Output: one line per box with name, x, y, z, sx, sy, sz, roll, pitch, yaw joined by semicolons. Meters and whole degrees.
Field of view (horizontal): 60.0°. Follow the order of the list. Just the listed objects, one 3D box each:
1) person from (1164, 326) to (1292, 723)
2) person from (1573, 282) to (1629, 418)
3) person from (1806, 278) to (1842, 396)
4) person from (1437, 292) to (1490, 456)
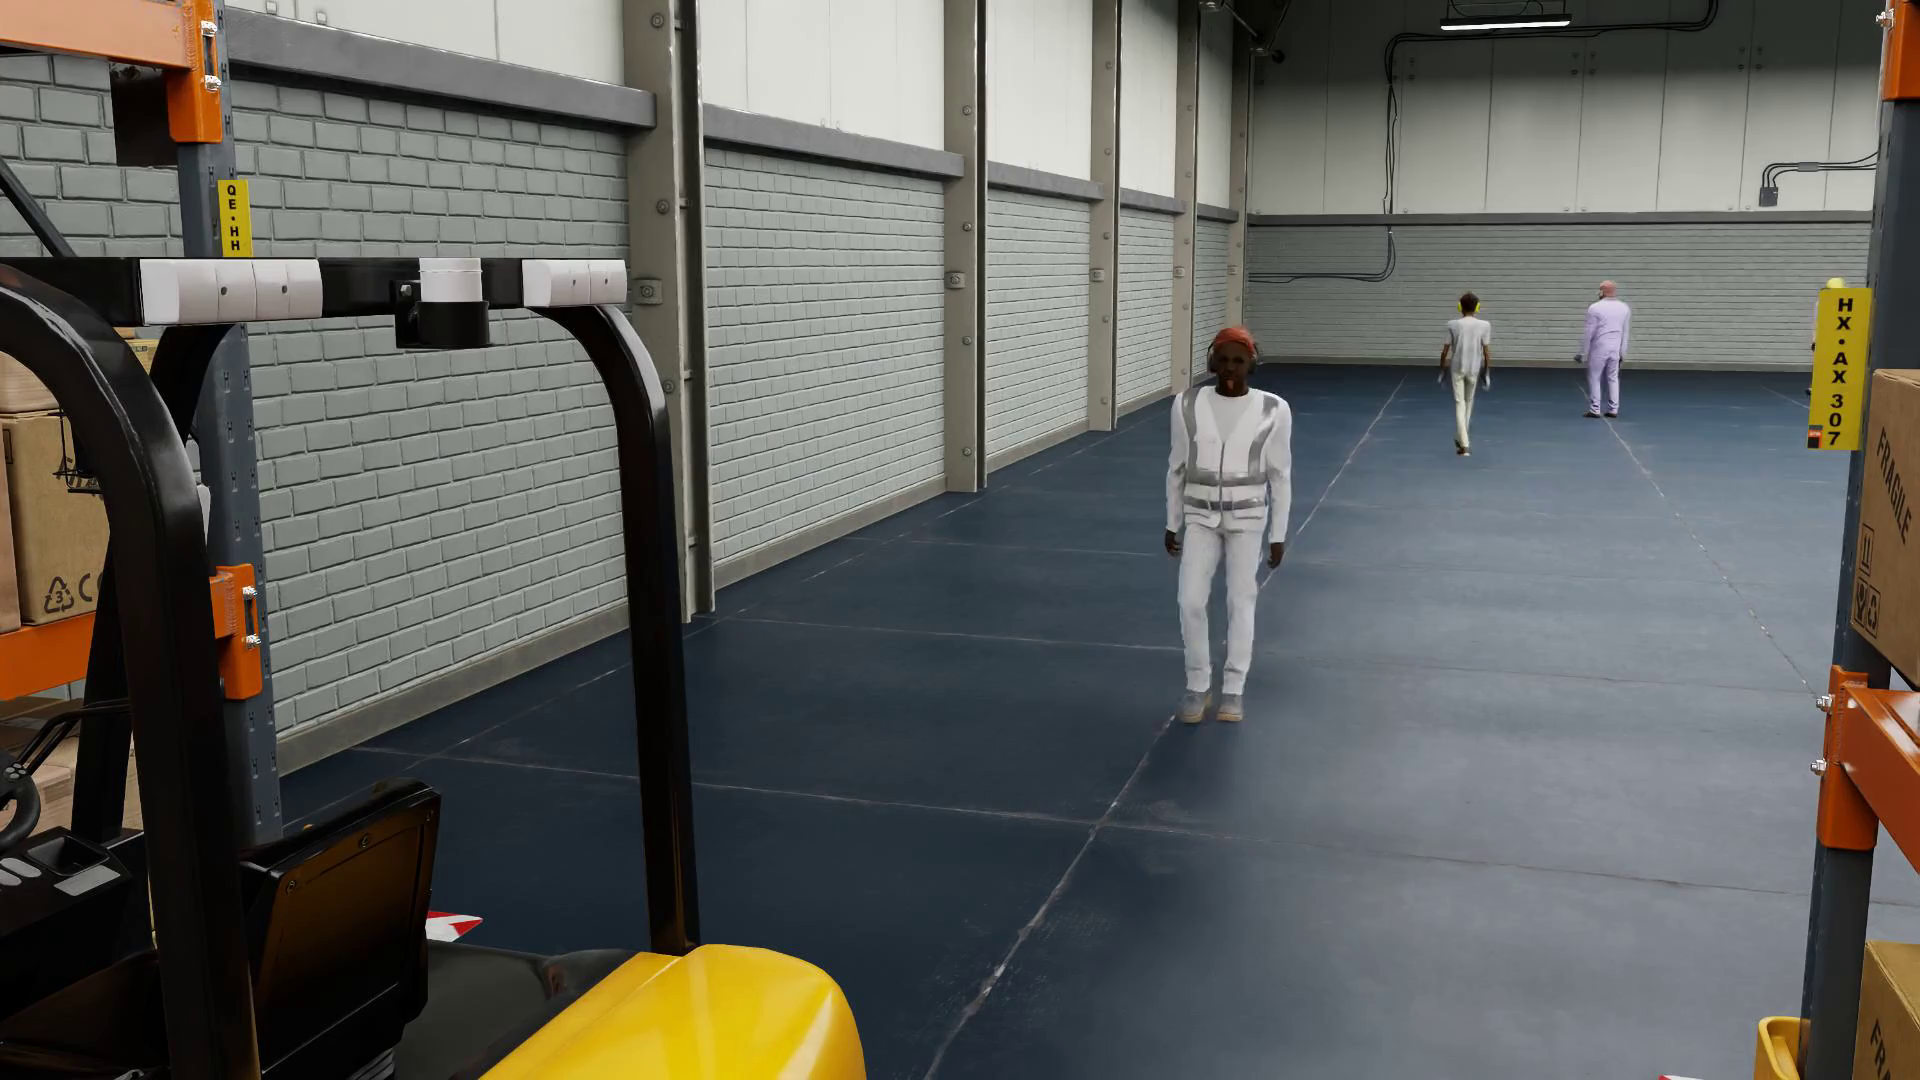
person;1.225;-0.052;7.744;0.606;1.867;0.557;3;10;18
person;8.912;-2.621;23.102;0.677;1.894;0.467;-3;10;-19
person;13.748;-3.177;26.301;0.612;1.883;0.926;9;13;43
person;5.698;-1.890;18.845;0.551;1.817;0.961;1;10;5
